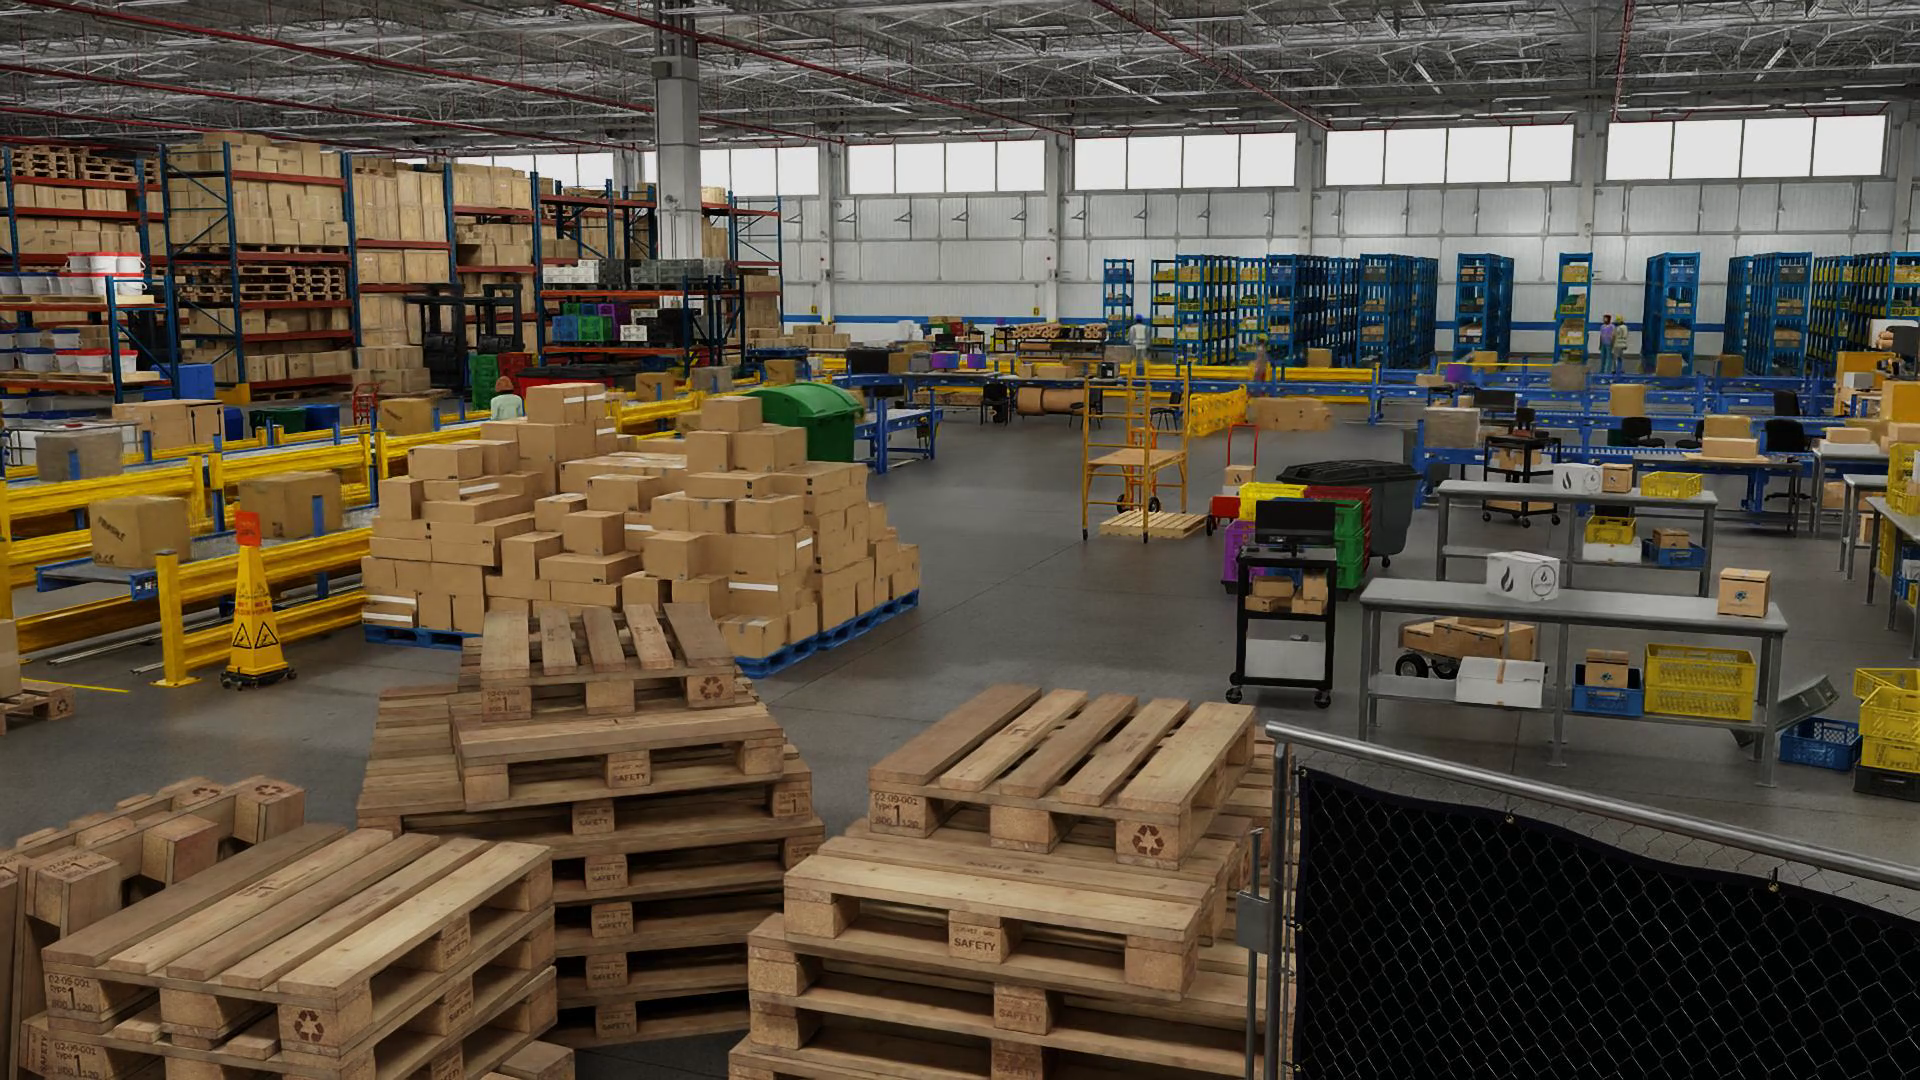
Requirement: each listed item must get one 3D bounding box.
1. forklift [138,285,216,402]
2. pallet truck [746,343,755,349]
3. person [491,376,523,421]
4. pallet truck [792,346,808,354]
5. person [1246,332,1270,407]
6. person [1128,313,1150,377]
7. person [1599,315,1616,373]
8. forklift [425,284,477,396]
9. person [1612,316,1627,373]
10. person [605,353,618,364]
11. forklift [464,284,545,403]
[{"bbox_3d":[-17.480,-4.200,36.461,1.873,2.768,1.129,3,10,19],"label":"forklift"},{"bbox_3d":[-6.183,-4.618,44.264,1.601,1.201,0.680,-9,12,-43],"label":"pallet truck"},{"bbox_3d":[-6.349,-1.483,23.338,0.287,1.625,0.497,8,12,41],"label":"person"},{"bbox_3d":[-3.705,-4.298,42.022,0.653,1.274,1.630,3,10,20],"label":"pallet truck"},{"bbox_3d":[6.754,-3.803,37.476,0.562,1.752,0.536,1,9,8],"label":"person"},{"bbox_3d":[5.182,-5.606,48.233,0.634,1.935,0.438,-1,9,-6],"label":"person"},{"bbox_3d":[19.636,-5.911,50.442,0.391,1.846,0.564,-4,10,-23],"label":"person"},{"bbox_3d":[-12.593,-4.929,41.038,1.129,2.768,1.873,3,10,20],"label":"forklift"},{"bbox_3d":[20.108,-5.948,50.830,0.464,1.803,0.630,8,12,41],"label":"person"},{"bbox_3d":[-11.014,-6.111,52.282,0.471,1.660,0.628,8,12,42],"label":"person"},{"bbox_3d":[-10.832,-4.702,39.610,1.129,2.768,1.873,3,10,20],"label":"forklift"}]
